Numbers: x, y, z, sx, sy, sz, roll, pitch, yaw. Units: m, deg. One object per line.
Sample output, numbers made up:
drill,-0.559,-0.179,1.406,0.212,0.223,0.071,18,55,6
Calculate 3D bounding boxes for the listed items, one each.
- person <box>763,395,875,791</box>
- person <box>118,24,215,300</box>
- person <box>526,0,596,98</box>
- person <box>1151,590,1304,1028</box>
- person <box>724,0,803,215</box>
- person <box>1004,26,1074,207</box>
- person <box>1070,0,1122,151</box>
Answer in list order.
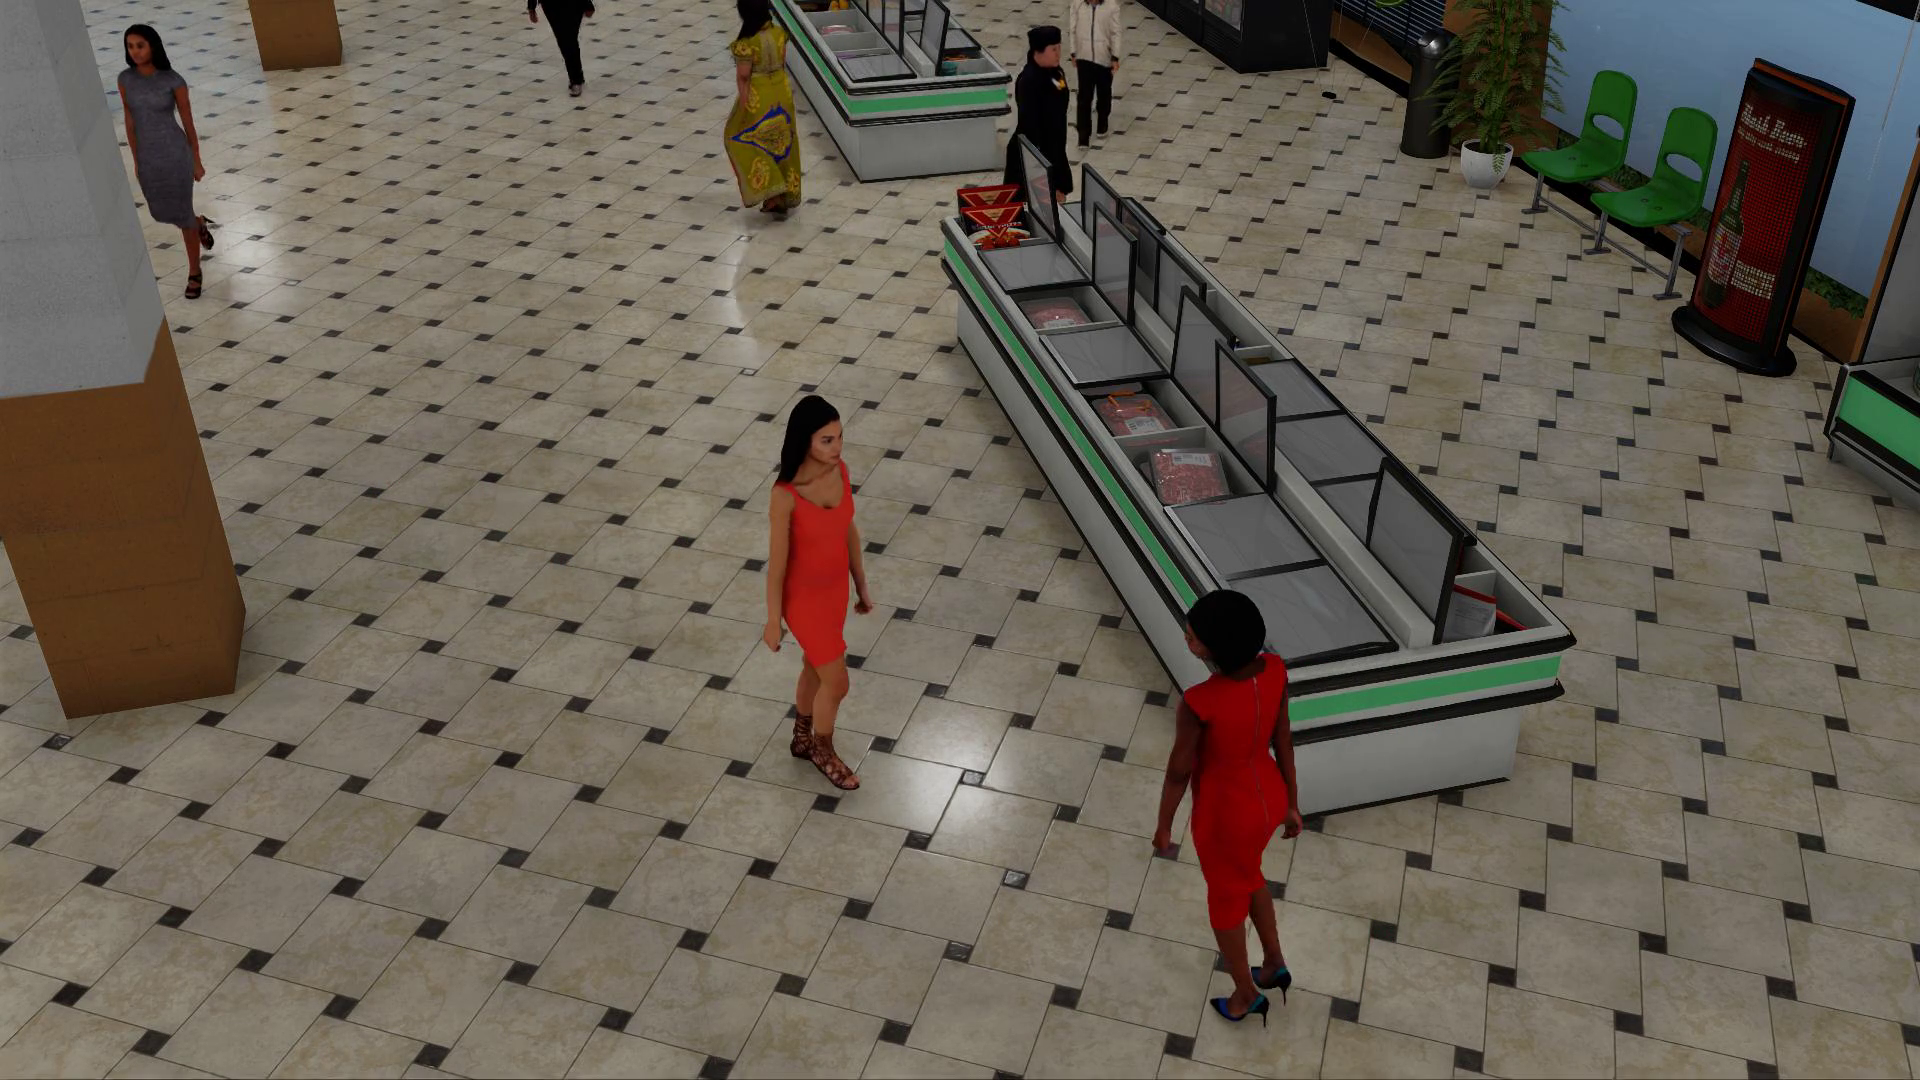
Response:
person,-0.642,0.207,6.624,0.820,1.705,0.763,19,37,28
person,-5.169,-2.493,10.904,0.727,1.767,0.937,-1,32,-1
person,-3.485,-4.757,14.725,0.837,1.574,0.898,7,32,10
person,0.954,0.938,5.439,0.711,1.715,0.740,-13,34,-20
person,-1.364,-3.124,12.031,1.056,1.648,0.999,27,41,36
person,0.454,-2.617,11.235,1.186,1.629,1.092,20,37,29
person,1.125,-3.950,13.569,0.853,1.426,1.059,6,32,9
